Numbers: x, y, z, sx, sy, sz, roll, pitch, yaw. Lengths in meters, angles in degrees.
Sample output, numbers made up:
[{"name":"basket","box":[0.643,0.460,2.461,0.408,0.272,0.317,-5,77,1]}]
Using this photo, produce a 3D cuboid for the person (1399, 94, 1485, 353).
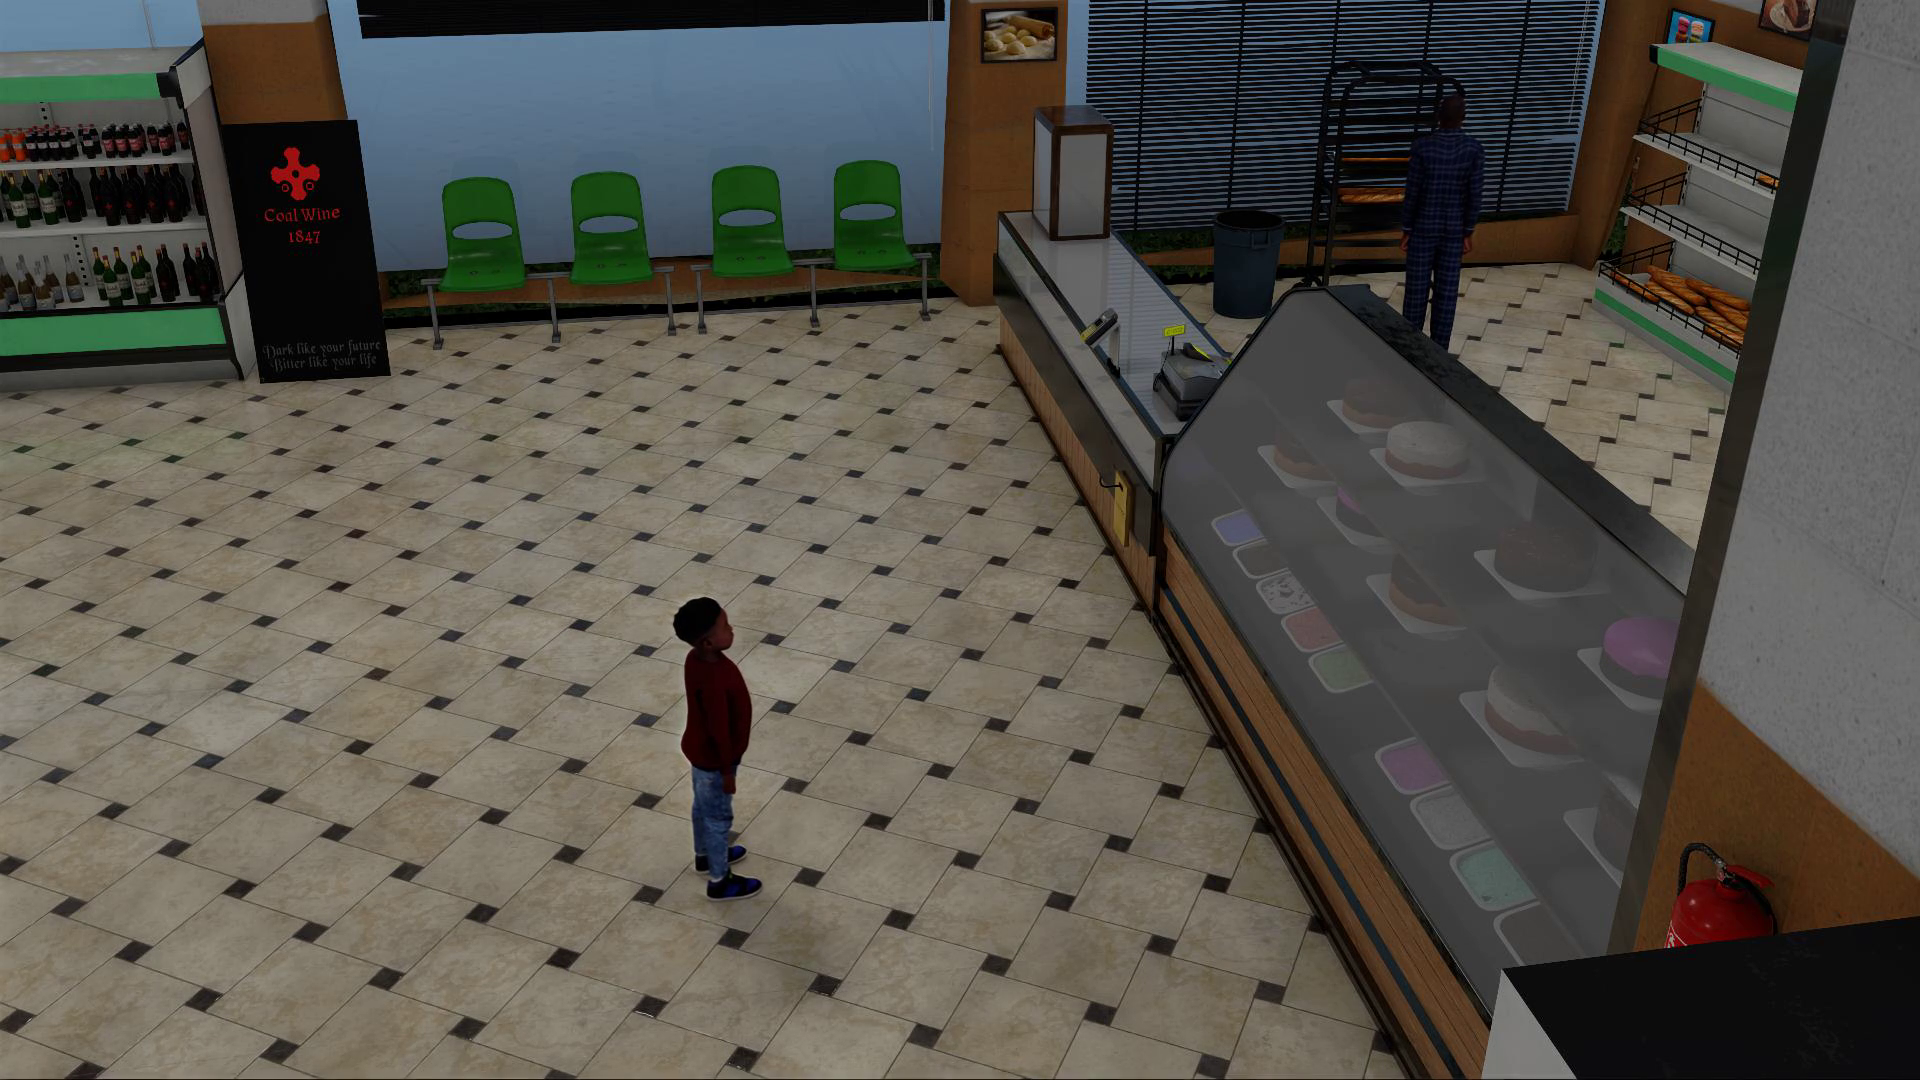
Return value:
[{"name":"person","box":[3.233,-2.103,11.276,0.665,1.823,0.807,6,27,11]}]

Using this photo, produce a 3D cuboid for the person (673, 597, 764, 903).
[{"name":"person","box":[-0.933,0.779,6.221,0.511,1.255,0.514,-8,28,-15]}]
